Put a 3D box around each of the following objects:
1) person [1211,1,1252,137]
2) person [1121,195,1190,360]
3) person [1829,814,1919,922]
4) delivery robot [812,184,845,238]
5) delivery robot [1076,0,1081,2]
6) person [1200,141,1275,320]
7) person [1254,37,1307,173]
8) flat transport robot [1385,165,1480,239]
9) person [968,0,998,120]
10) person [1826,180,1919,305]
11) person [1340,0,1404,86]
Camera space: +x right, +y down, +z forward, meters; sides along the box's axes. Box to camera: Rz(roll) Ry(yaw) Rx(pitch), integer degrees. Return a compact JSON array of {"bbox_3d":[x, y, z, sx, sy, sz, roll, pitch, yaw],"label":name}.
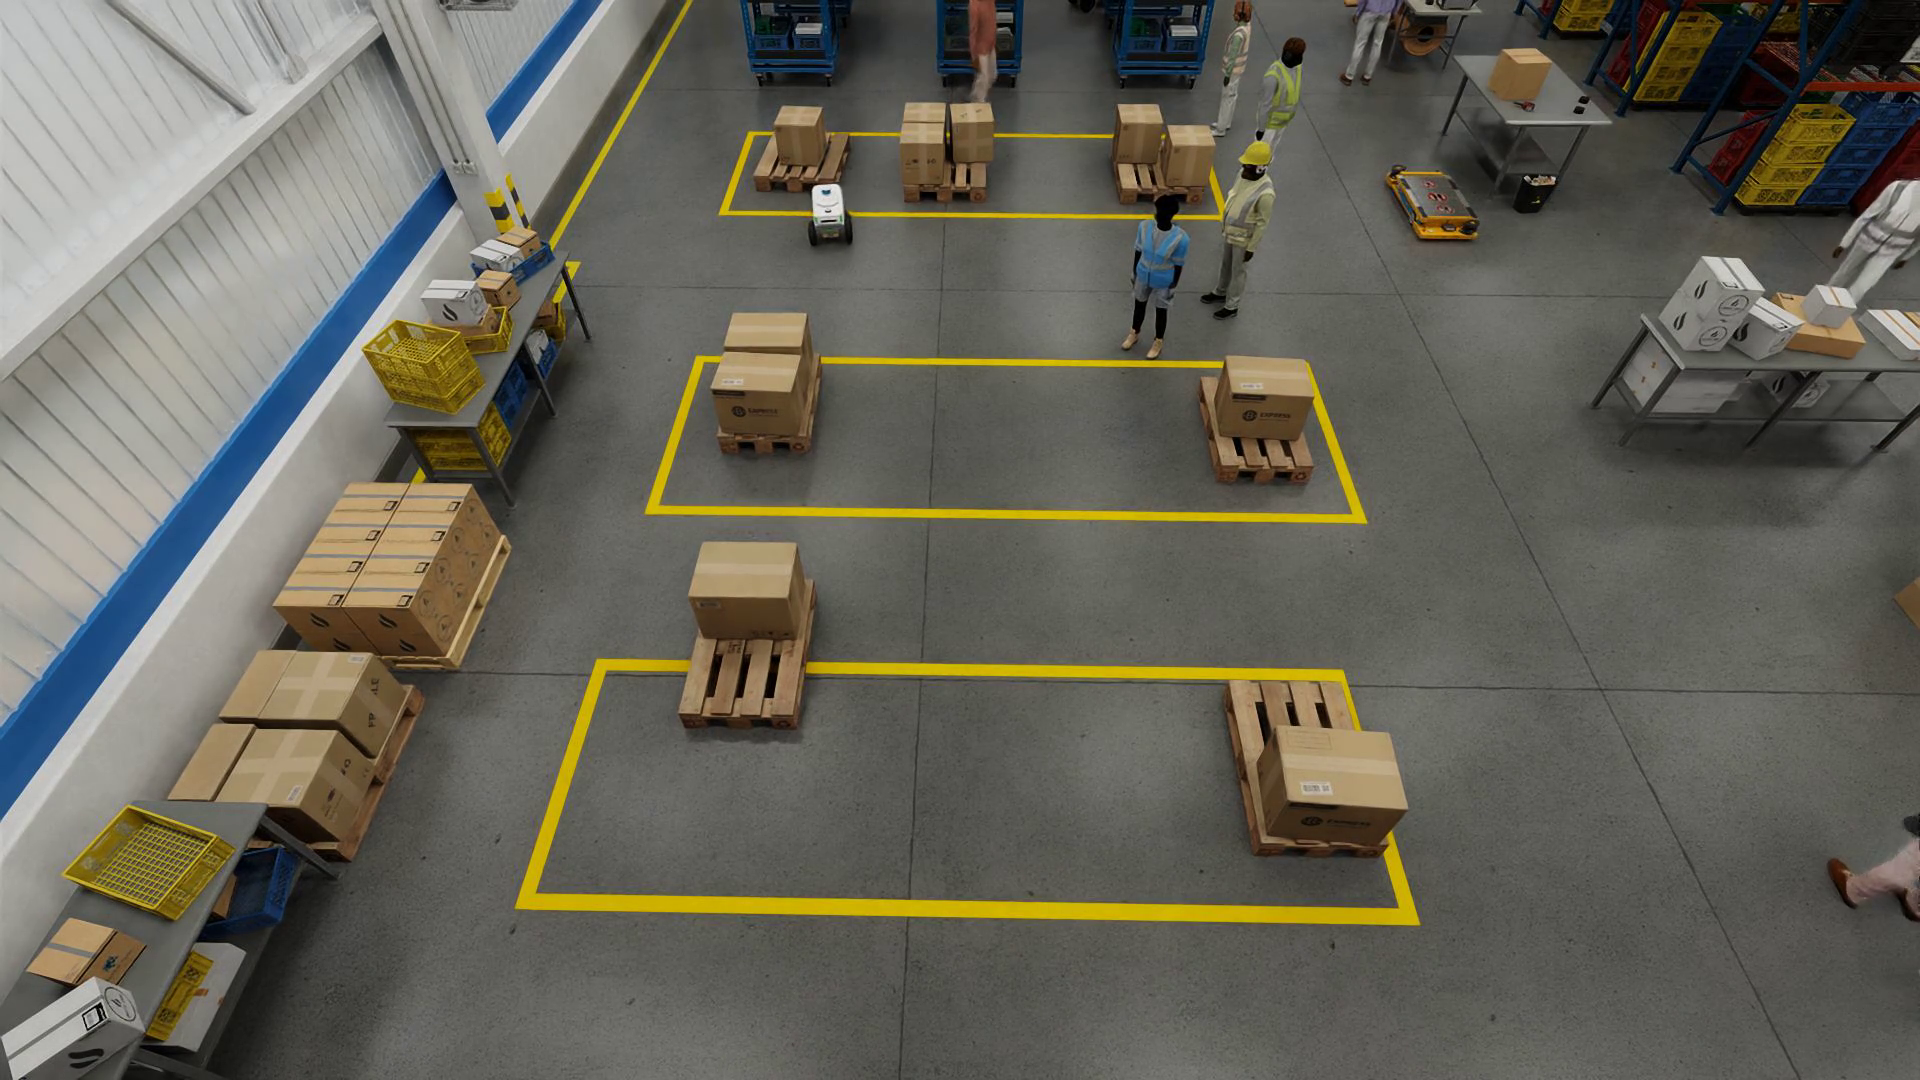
[{"bbox_3d":[3.538,-6.100,11.902,0.313,1.634,0.514,19,52,16],"label":"person"},{"bbox_3d":[1.865,-2.498,8.745,0.532,1.692,0.319,29,55,23],"label":"person"},{"bbox_3d":[5.745,1.613,5.048,0.647,1.907,0.404,15,51,12],"label":"person"},{"bbox_3d":[-1.528,-3.846,10.598,0.477,0.478,0.707,-6,49,-5],"label":"delivery robot"},{"bbox_3d":[2.237,-9.259,15.283,0.707,0.478,0.477,-20,52,-17],"label":"delivery robot"},{"bbox_3d":[2.786,-3.069,9.146,0.404,1.830,0.602,-11,50,-9],"label":"person"},{"bbox_3d":[3.690,-4.922,10.752,0.620,1.835,0.429,-37,58,-28],"label":"person"},{"bbox_3d":[5.692,-4.094,11.059,0.652,0.197,1.431,1,49,1],"label":"flat transport robot"},{"bbox_3d":[0.311,-6.433,11.957,0.387,1.995,0.632,20,52,16],"label":"person"},{"bbox_3d":[8.989,-2.869,8.969,0.968,1.841,0.581,-37,58,-27],"label":"person"},{"bbox_3d":[5.832,-7.395,12.829,0.658,1.932,0.384,-1,49,-1],"label":"person"}]
